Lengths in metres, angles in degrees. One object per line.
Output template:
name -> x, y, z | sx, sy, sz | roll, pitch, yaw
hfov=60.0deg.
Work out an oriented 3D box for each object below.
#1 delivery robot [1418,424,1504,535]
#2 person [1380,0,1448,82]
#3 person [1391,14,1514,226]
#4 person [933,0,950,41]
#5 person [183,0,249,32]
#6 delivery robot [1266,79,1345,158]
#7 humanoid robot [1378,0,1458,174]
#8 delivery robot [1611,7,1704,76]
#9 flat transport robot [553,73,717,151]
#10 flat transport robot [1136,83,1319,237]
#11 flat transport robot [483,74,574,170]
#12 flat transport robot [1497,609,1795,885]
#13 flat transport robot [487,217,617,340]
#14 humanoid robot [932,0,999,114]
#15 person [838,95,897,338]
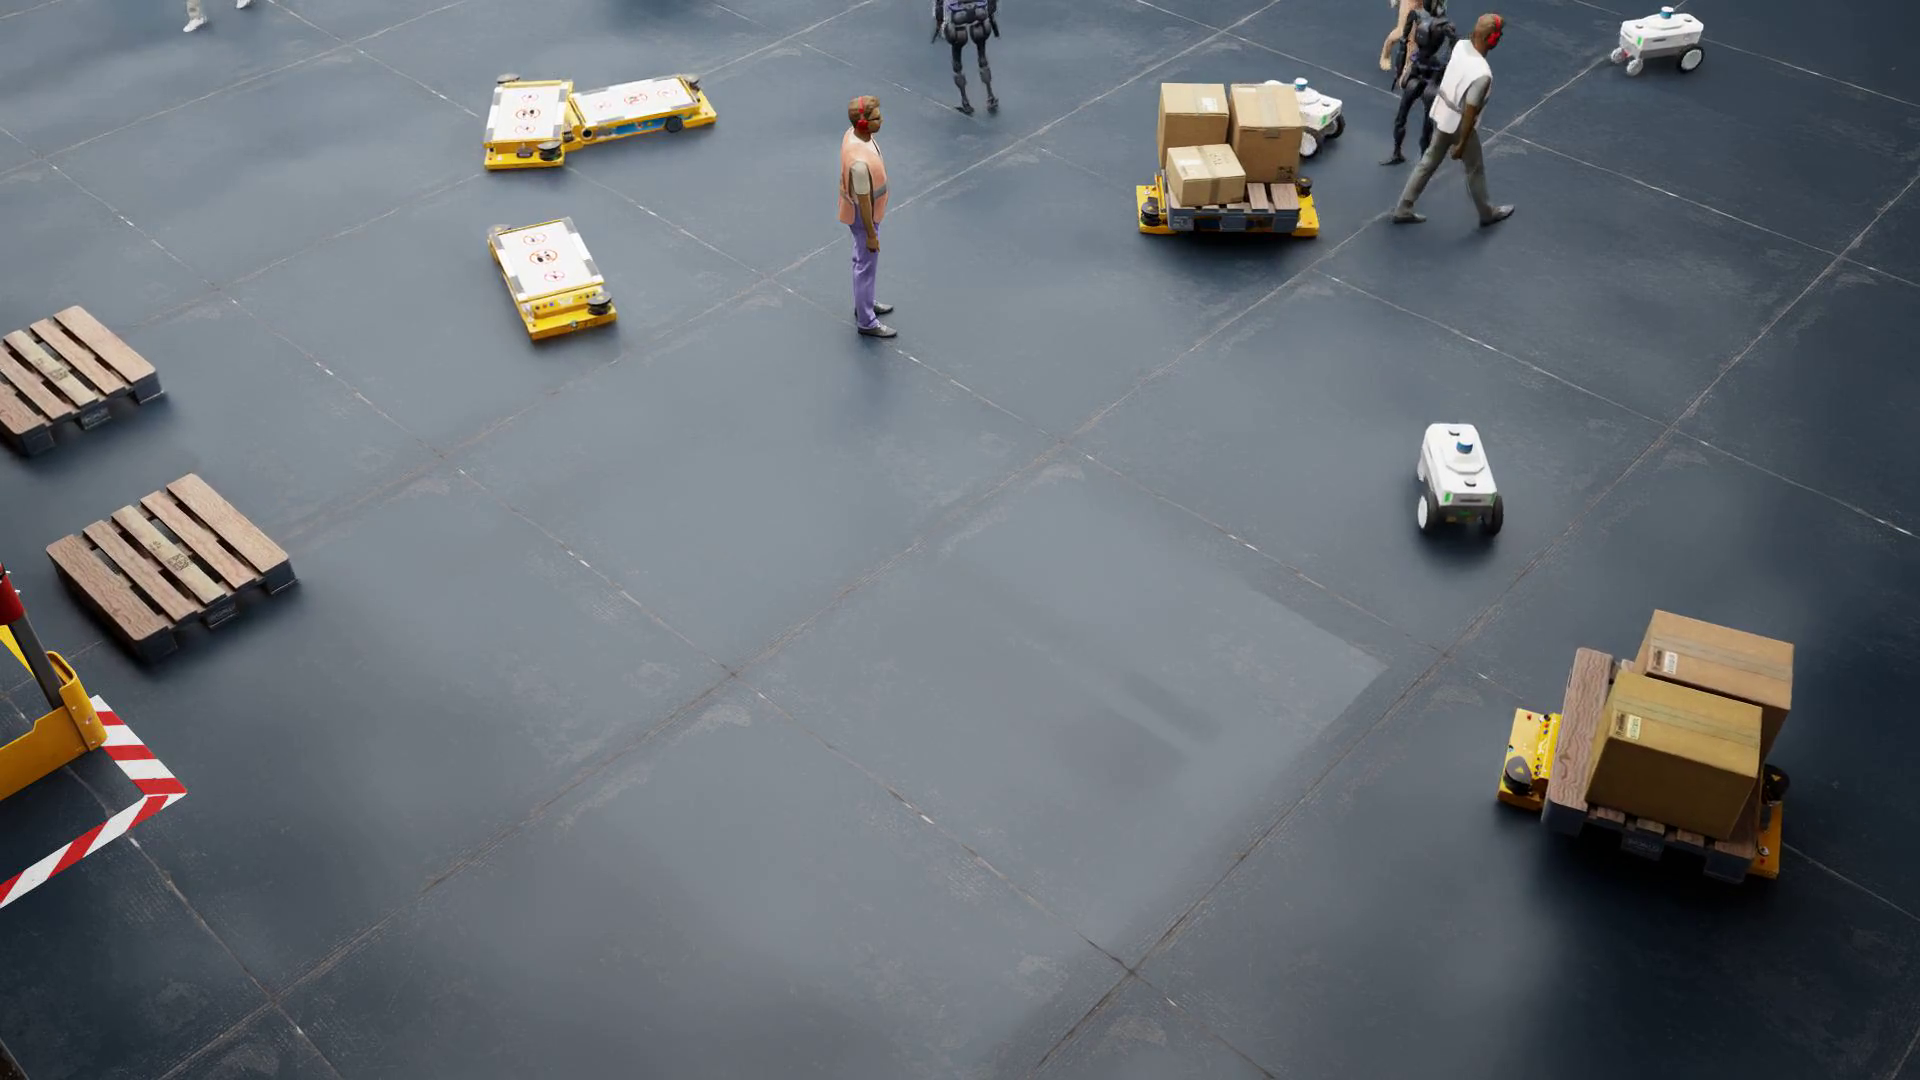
delivery robot -> 3.220, -0.415, 10.768 | 0.499, 0.587, 0.788 | 1, 42, 1
person -> 4.115, -4.915, 14.902 | 0.488, 1.720, 0.469 | -3, 42, -3
person -> 3.975, -3.254, 13.018 | 0.971, 1.777, 0.552 | -8, 43, -9
person -> -0.065, -5.626, 15.622 | 0.595, 1.812, 0.701 | -23, 47, -23
person -> -7.319, -5.763, 15.926 | 0.520, 1.613, 0.762 | 18, 45, 19
delivery robot -> 2.925, -3.706, 14.426 | 0.788, 0.587, 0.499 | 26, 48, 26
humanoid robot -> 3.839, -3.788, 13.689 | 0.376, 1.643, 0.612 | -29, 49, -28
delivery robot -> 6.520, -4.672, 15.492 | 0.769, 0.577, 0.499 | -10, 43, -11
flat transport robot -> -2.940, -3.791, 14.740 | 1.431, 0.231, 0.659 | -16, 44, -17
flat transport robot -> 2.173, -2.732, 13.563 | 1.431, 0.231, 0.659 | 1, 42, 1
flat transport robot -> -3.783, -3.691, 14.629 | 0.659, 0.231, 1.431 | -4, 42, -4
flat transport robot -> 3.712, 1.335, 9.042 | 1.431, 0.231, 0.659 | 15, 44, 16
flat transport robot -> -3.161, -2.050, 12.805 | 0.659, 0.231, 1.431 | -17, 45, -18
humanoid robot -> 0.060, -4.523, 14.513 | 0.613, 1.641, 0.406 | -14, 44, -16
person -> -0.680, -2.320, 11.923 | 0.390, 1.849, 0.565 | -4, 42, -4
